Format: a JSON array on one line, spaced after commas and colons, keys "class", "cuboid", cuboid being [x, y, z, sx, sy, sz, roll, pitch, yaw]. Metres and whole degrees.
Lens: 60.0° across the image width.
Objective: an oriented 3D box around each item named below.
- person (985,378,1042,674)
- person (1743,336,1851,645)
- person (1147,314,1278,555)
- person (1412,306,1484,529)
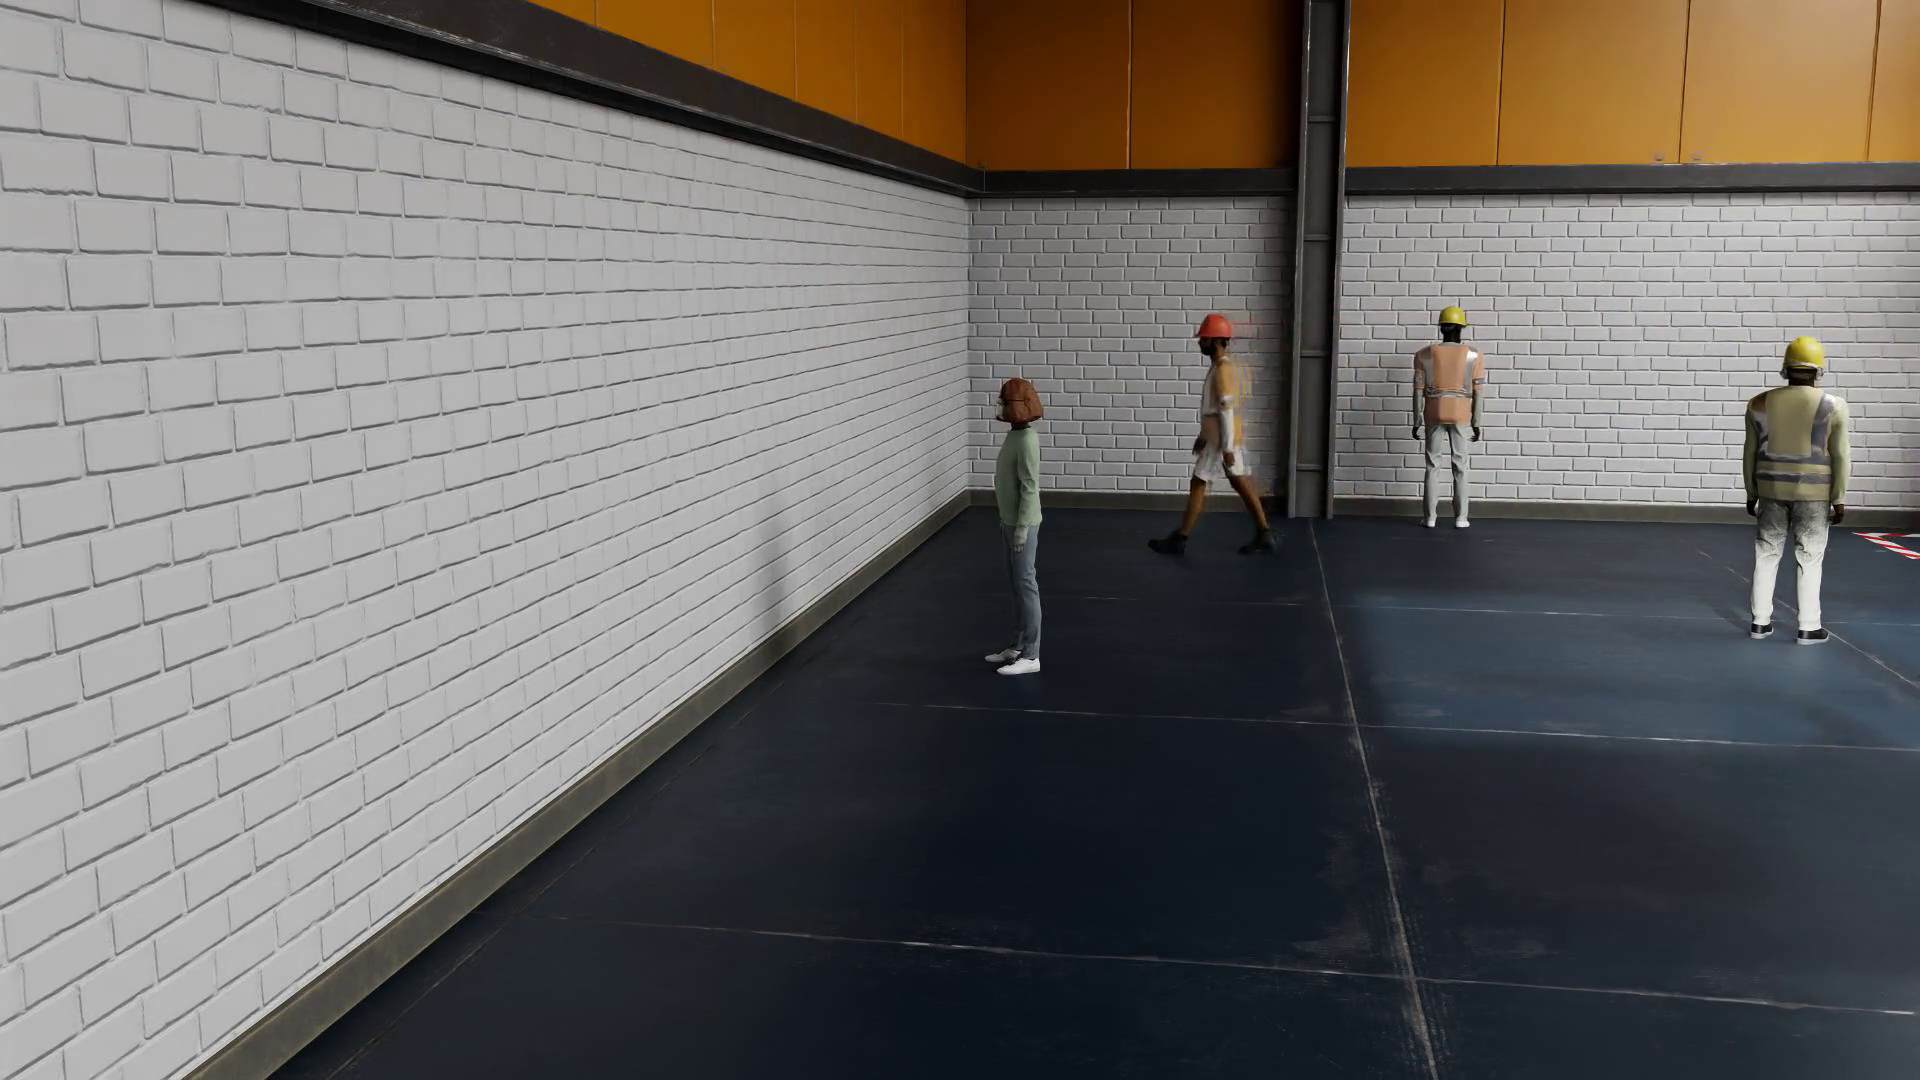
[{"class": "person", "cuboid": [0.310, -0.078, 9.221, 0.282, 1.636, 0.500, -2, 9, -10]}, {"class": "person", "cuboid": [4.995, -0.295, 9.943, 0.590, 1.837, 0.404, 8, 12, 42]}, {"class": "person", "cuboid": [2.027, -0.804, 12.966, 1.010, 1.895, 0.543, 2, 9, 13]}, {"class": "person", "cuboid": [4.198, -1.048, 14.361, 0.590, 1.919, 0.390, 2, 9, 15]}]
